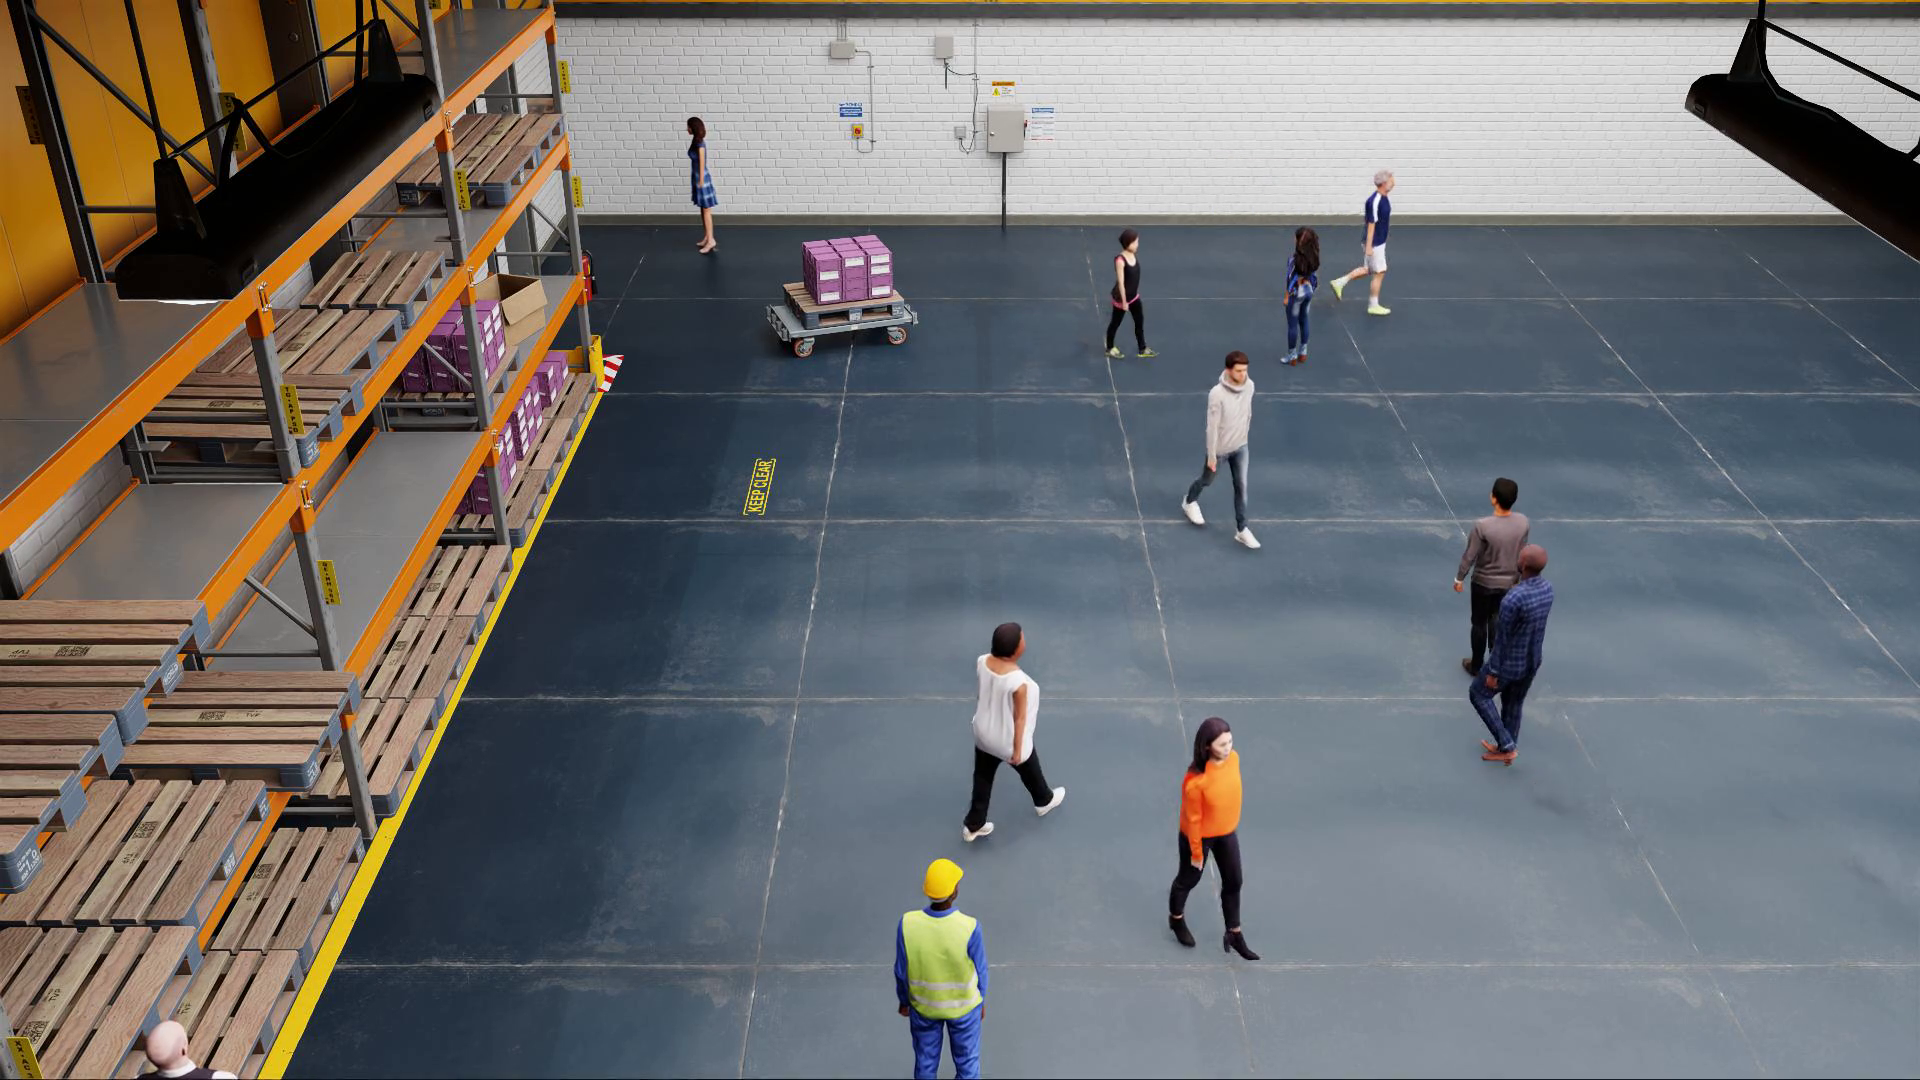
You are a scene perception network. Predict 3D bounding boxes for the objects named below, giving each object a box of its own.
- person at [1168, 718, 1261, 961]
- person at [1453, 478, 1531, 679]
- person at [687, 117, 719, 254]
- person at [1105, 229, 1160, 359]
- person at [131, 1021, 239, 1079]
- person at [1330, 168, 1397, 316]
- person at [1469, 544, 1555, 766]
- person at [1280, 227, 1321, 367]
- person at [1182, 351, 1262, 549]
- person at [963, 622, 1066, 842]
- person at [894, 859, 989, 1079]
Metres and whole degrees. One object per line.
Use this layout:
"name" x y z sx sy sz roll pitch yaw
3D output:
"person" 1.466 1.803 10.327 0.905 1.729 0.982 -23 36 -35
"person" 4.176 0.357 12.943 0.727 1.761 0.690 -3 29 -6
"person" -3.479 -4.773 22.302 0.799 1.805 0.625 -9 30 -15
"person" 1.819 -2.806 18.984 0.899 1.531 0.894 18 33 29
"person" -3.628 3.020 7.998 0.718 1.824 0.634 -4 29 -7
"person" 4.942 -3.618 20.174 0.926 1.816 1.056 10 30 18
"person" 4.042 0.885 11.929 0.819 1.806 0.854 -18 33 -29
"person" 3.840 -2.773 18.831 0.706 1.618 0.737 -19 34 -31
"person" 2.363 -0.881 15.167 1.133 1.806 1.354 -16 32 -27
"person" 0.257 1.333 11.269 1.127 1.652 1.115 -22 35 -34
"person" -0.093 2.486 8.989 0.676 1.810 0.604 2 29 4
